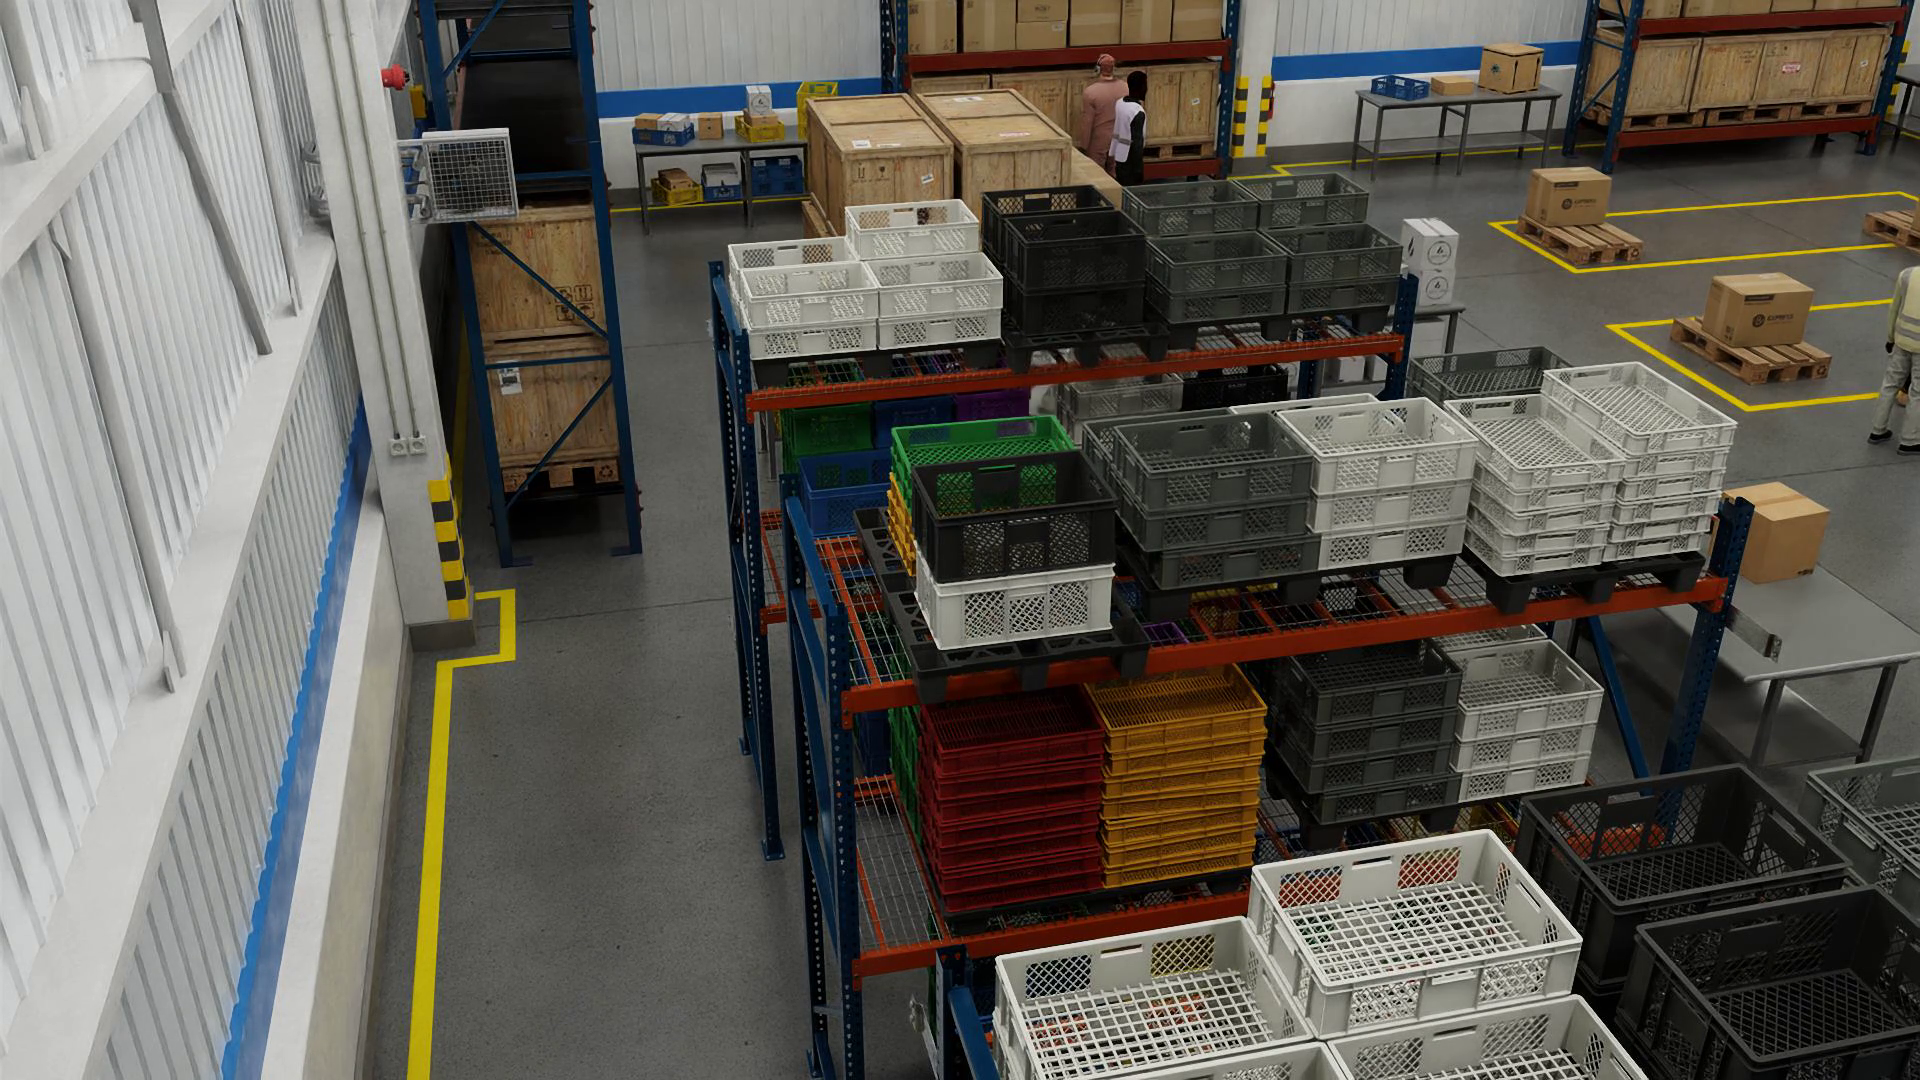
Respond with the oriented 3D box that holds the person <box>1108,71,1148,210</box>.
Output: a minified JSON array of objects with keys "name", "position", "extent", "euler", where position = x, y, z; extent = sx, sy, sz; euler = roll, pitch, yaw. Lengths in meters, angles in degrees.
[{"name":"person","position":[1.831,-4.138,18.124],"extent":[0.383,1.912,0.584],"euler":[-8,29,-15]}]

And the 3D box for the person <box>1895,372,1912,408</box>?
[{"name":"person","position":[8.376,-1.914,14.137],"extent":[0.529,1.690,0.318],"euler":[12,30,22]}]

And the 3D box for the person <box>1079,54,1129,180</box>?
[{"name":"person","position":[1.618,-4.543,18.895],"extent":[0.645,1.907,0.400],"euler":[-14,31,-25]}]

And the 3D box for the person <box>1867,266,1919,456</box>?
[{"name":"person","position":[7.728,-1.582,13.368],"extent":[0.403,1.820,0.591],"euler":[-13,31,-24]}]

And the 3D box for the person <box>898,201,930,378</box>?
[{"name":"person","position":[-0.447,-1.933,14.026],"extent":[0.523,1.827,0.568],"euler":[12,30,21]}]

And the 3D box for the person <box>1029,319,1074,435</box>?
[{"name":"person","position":[0.533,-1.043,12.316],"extent":[0.926,1.840,0.568],"euler":[-8,29,-15]}]
